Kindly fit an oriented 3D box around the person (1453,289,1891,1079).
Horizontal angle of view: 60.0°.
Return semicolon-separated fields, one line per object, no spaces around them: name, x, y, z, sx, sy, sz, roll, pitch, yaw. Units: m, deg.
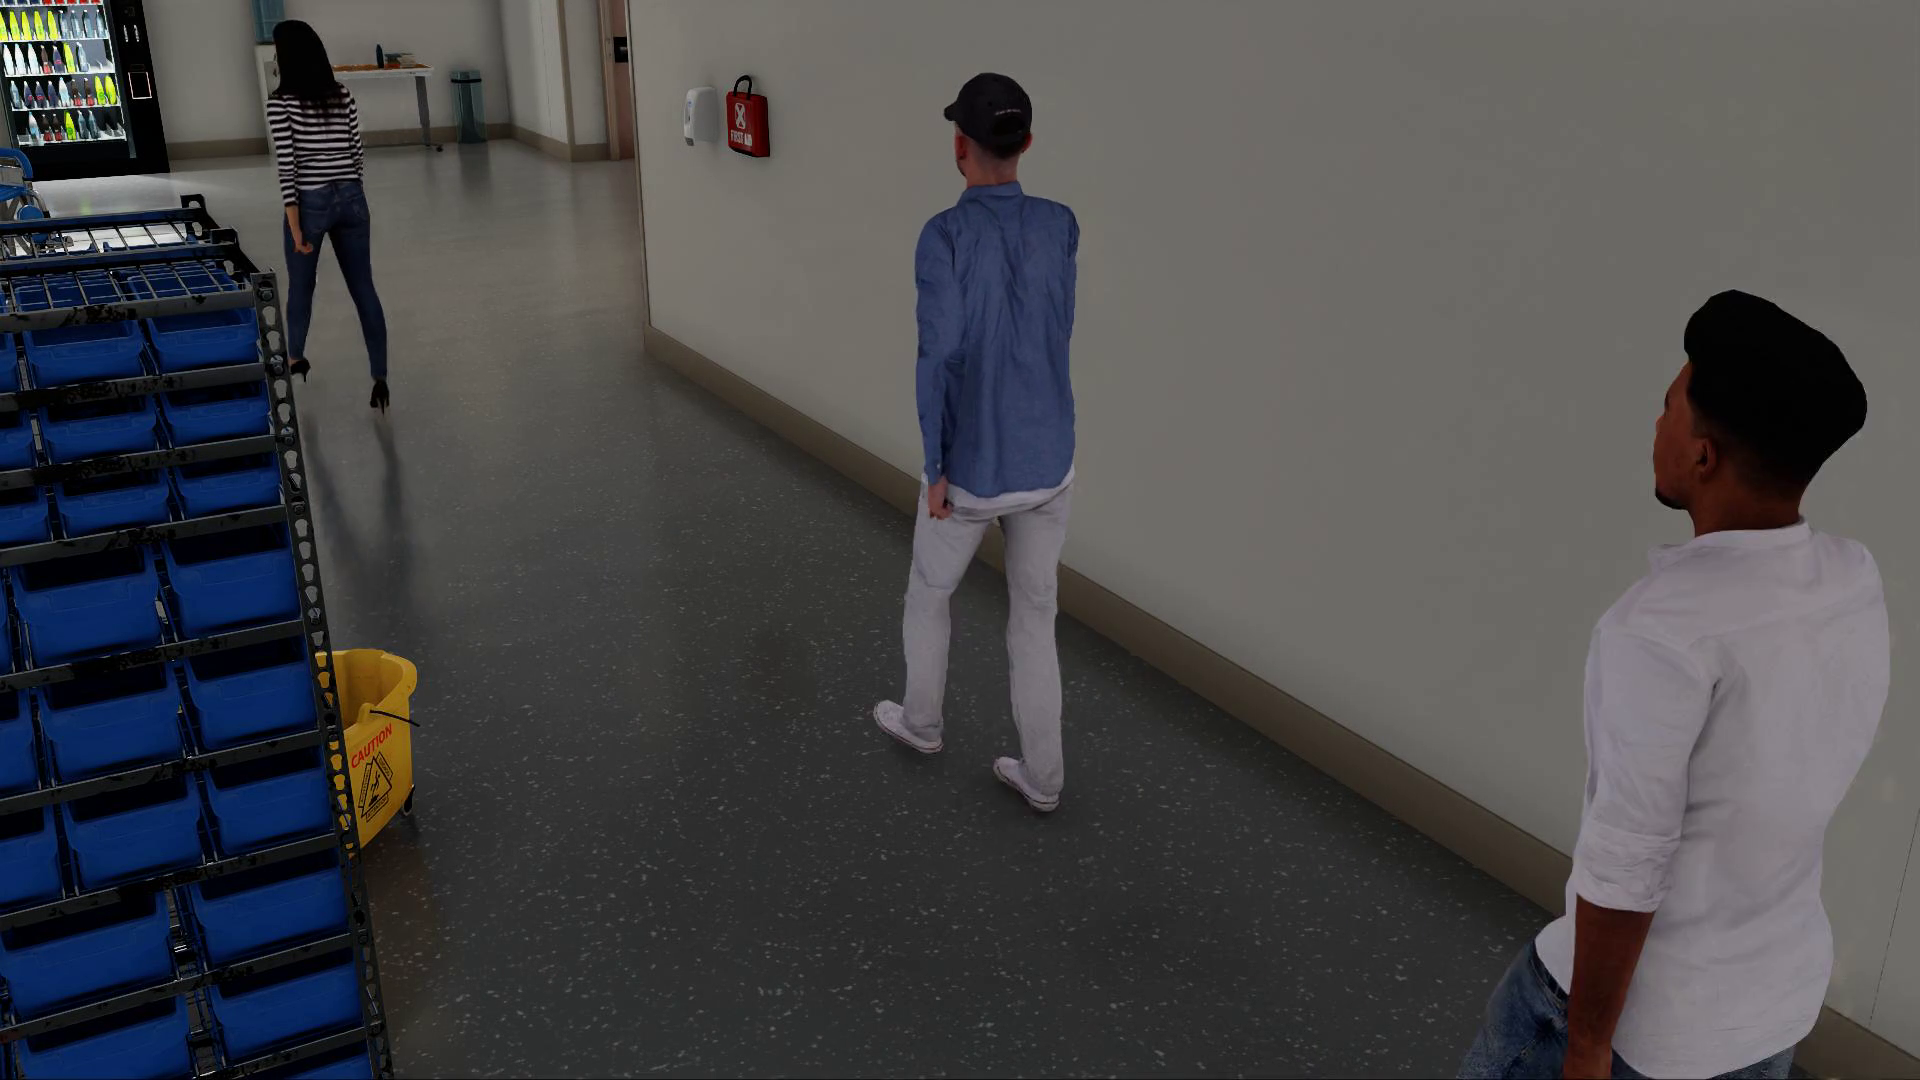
person;1.016;0.603;2.204;0.760;1.793;0.717;-10;23;-25

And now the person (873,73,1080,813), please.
person;0.131;-0.177;4.164;0.845;1.864;0.747;-9;23;-23

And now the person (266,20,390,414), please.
person;-2.838;-1.426;7.631;1.121;1.744;0.862;-19;28;-40
